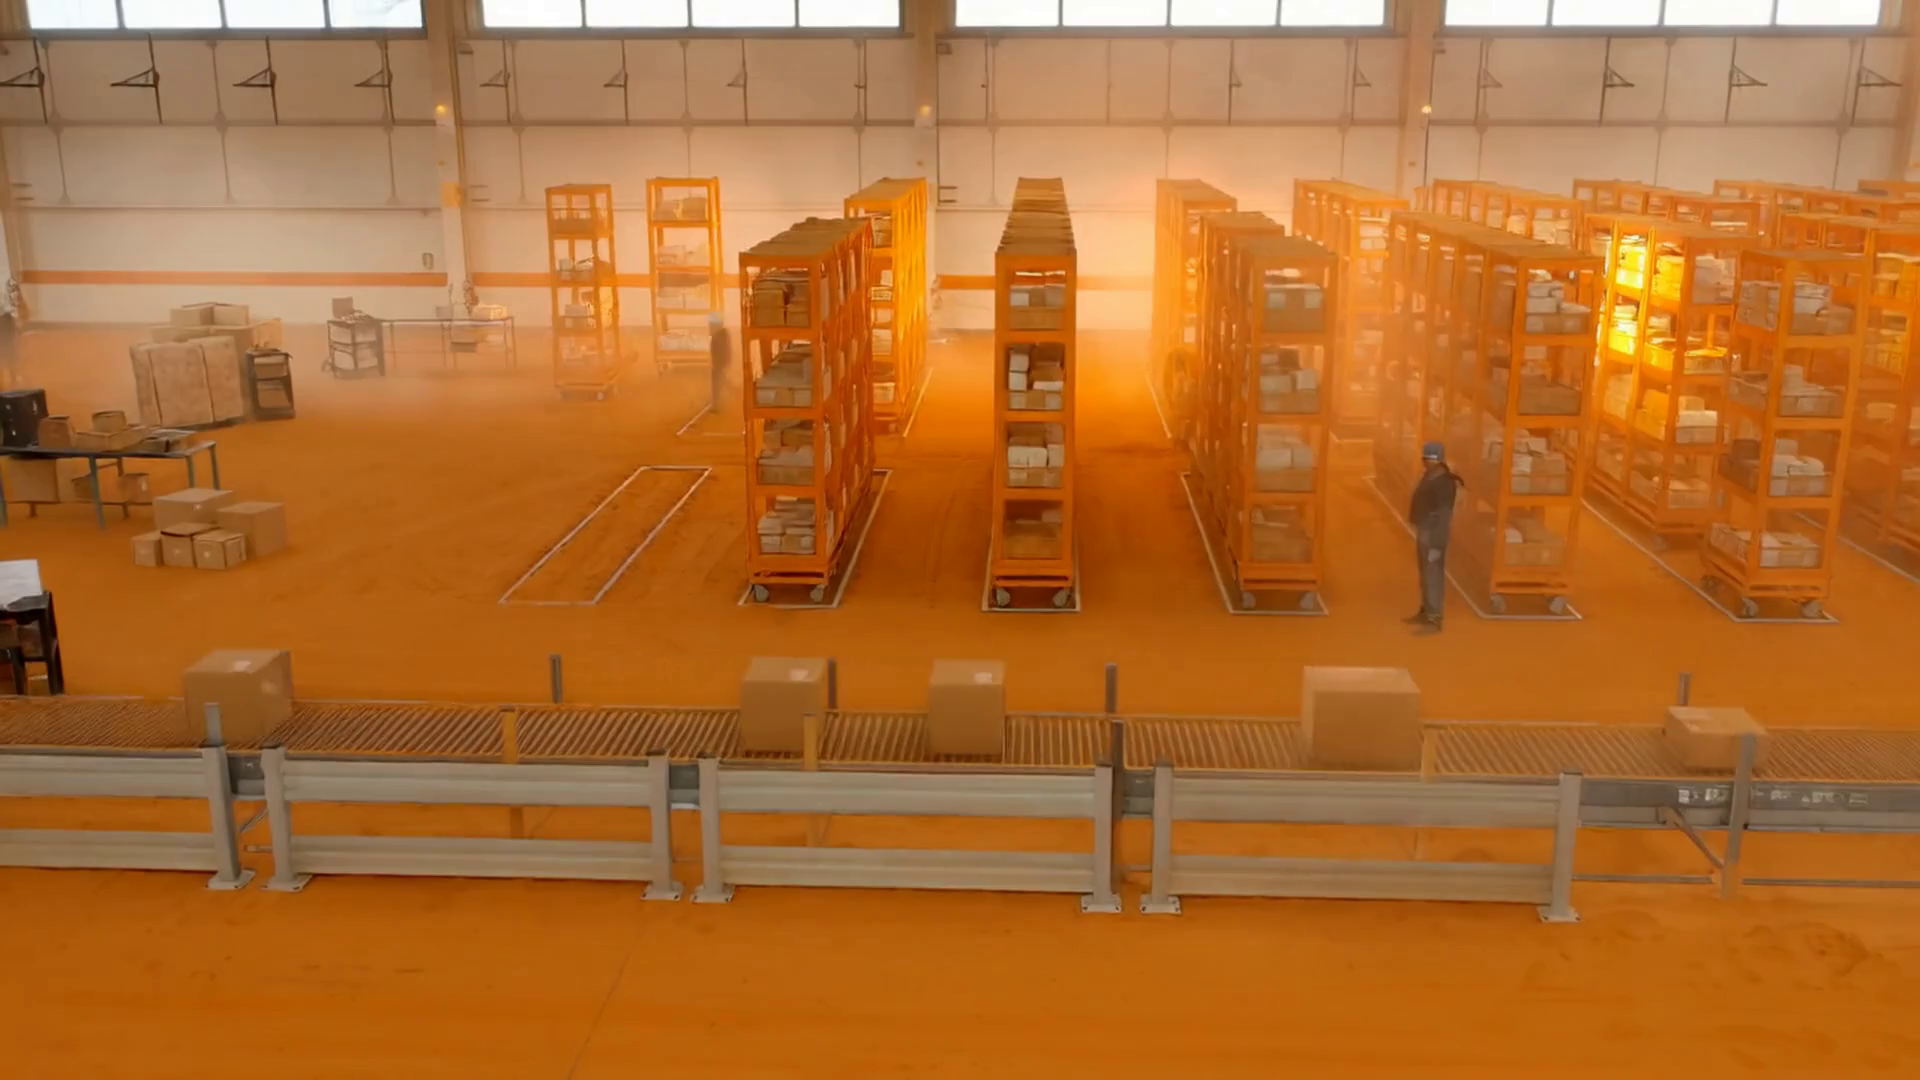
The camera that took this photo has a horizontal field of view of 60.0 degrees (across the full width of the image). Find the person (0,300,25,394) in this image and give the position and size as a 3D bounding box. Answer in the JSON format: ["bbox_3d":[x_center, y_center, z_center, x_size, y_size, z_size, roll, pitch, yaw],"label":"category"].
[{"bbox_3d":[-15.522,-2.977,26.988,0.401,1.904,0.640,1,15,5],"label":"person"}]

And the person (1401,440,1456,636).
[{"bbox_3d":[4.517,-0.023,16.024,0.401,1.904,0.640,1,15,5],"label":"person"}]

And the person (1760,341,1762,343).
[{"bbox_3d":[16.573,-4.731,33.739,0.941,1.770,0.597,-3,15,-10],"label":"person"}]

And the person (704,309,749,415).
[{"bbox_3d":[-3.804,-2.908,27.066,0.748,1.726,0.573,-9,18,-31],"label":"person"}]

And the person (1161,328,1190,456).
[{"bbox_3d":[3.121,-2.130,23.959,0.395,1.839,0.564,1,15,5],"label":"person"}]
